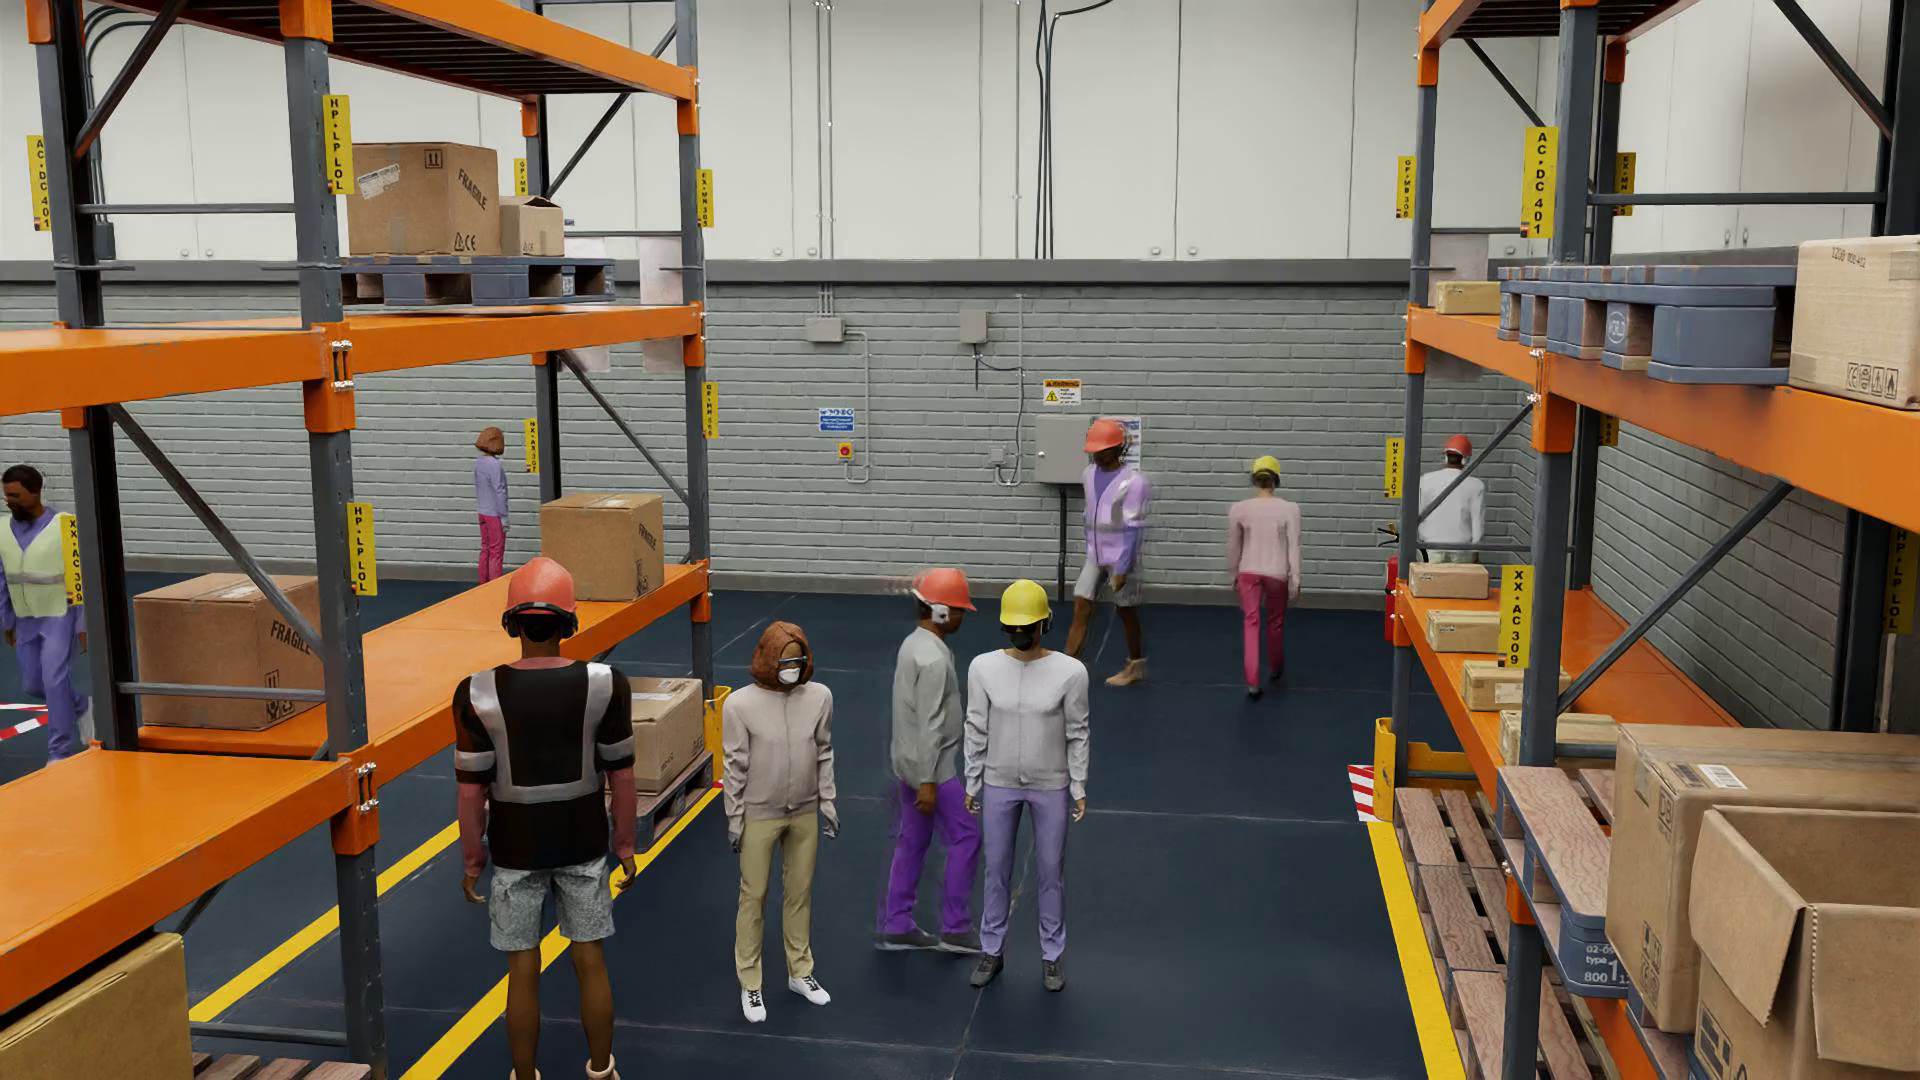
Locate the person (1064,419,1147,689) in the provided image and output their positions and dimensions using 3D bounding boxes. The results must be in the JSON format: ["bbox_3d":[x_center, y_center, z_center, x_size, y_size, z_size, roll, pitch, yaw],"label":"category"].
[{"bbox_3d":[0.981,0.138,11.802,1.034,1.986,0.630,-8,12,-39],"label":"person"}]

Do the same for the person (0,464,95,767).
[{"bbox_3d":[-5.520,0.462,10.129,0.609,1.895,0.697,1,9,8],"label":"person"}]

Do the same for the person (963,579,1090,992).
[{"bbox_3d":[0.275,1.031,6.981,0.532,1.767,0.328,2,9,9],"label":"person"}]

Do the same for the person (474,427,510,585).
[{"bbox_3d":[-4.209,-0.207,15.024,0.283,1.633,0.499,-7,12,-39],"label":"person"}]

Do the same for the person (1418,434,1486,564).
[{"bbox_3d":[3.964,-0.002,13.456,0.570,1.724,0.749,5,11,30],"label":"person"}]

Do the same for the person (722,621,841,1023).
[{"bbox_3d":[-0.727,1.128,6.791,0.499,1.633,0.283,-6,11,-31],"label":"person"}]

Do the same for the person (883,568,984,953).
[{"bbox_3d":[-0.066,0.982,7.403,0.651,1.718,0.572,-2,9,-13],"label":"person"}]

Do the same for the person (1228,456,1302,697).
[{"bbox_3d":[2.193,0.249,11.986,0.531,1.704,0.949,2,10,15],"label":"person"}]

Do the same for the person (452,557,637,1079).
[{"bbox_3d":[-1.452,1.072,5.874,0.615,2.042,0.375,-3,10,-17],"label":"person"}]
